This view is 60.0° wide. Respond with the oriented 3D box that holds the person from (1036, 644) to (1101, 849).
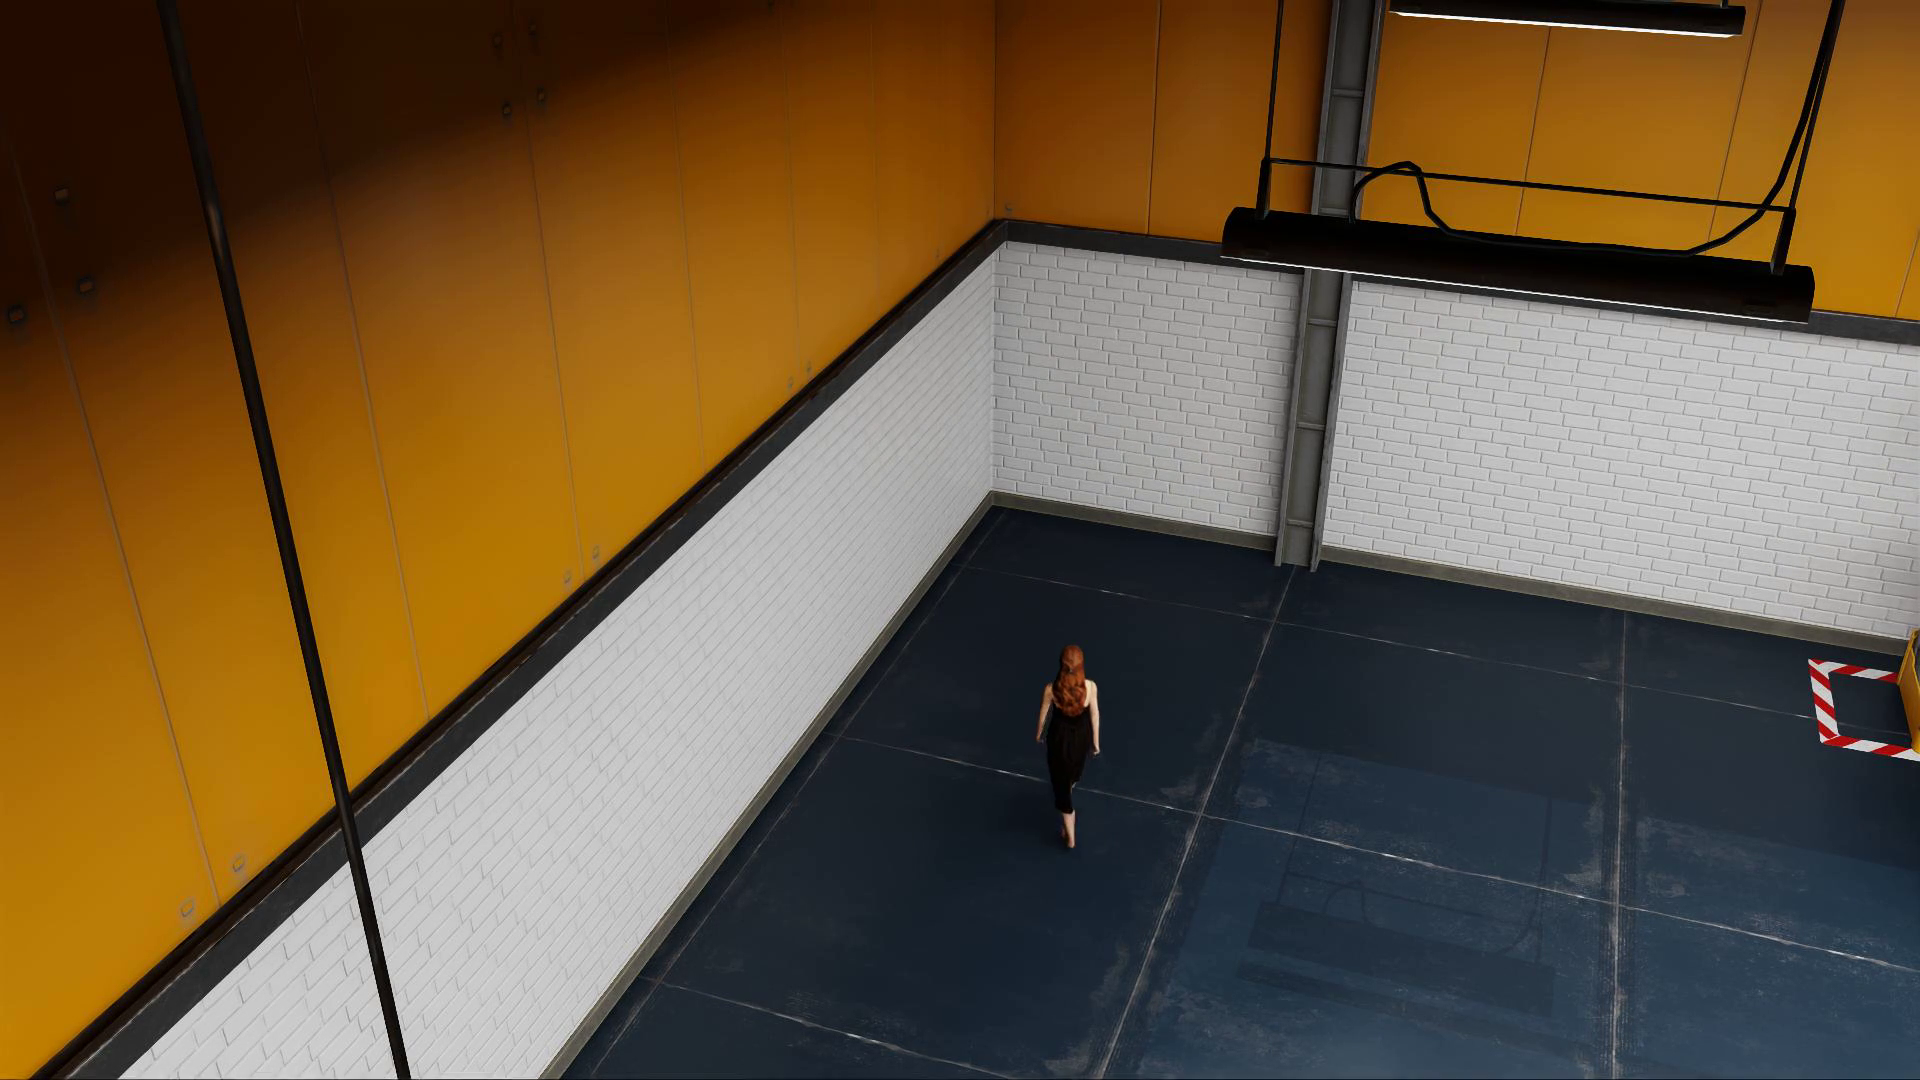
[{"bbox_3d":[0.802,1.529,12.040,1.039,1.591,0.962,-4,29,-7],"label":"person"}]
